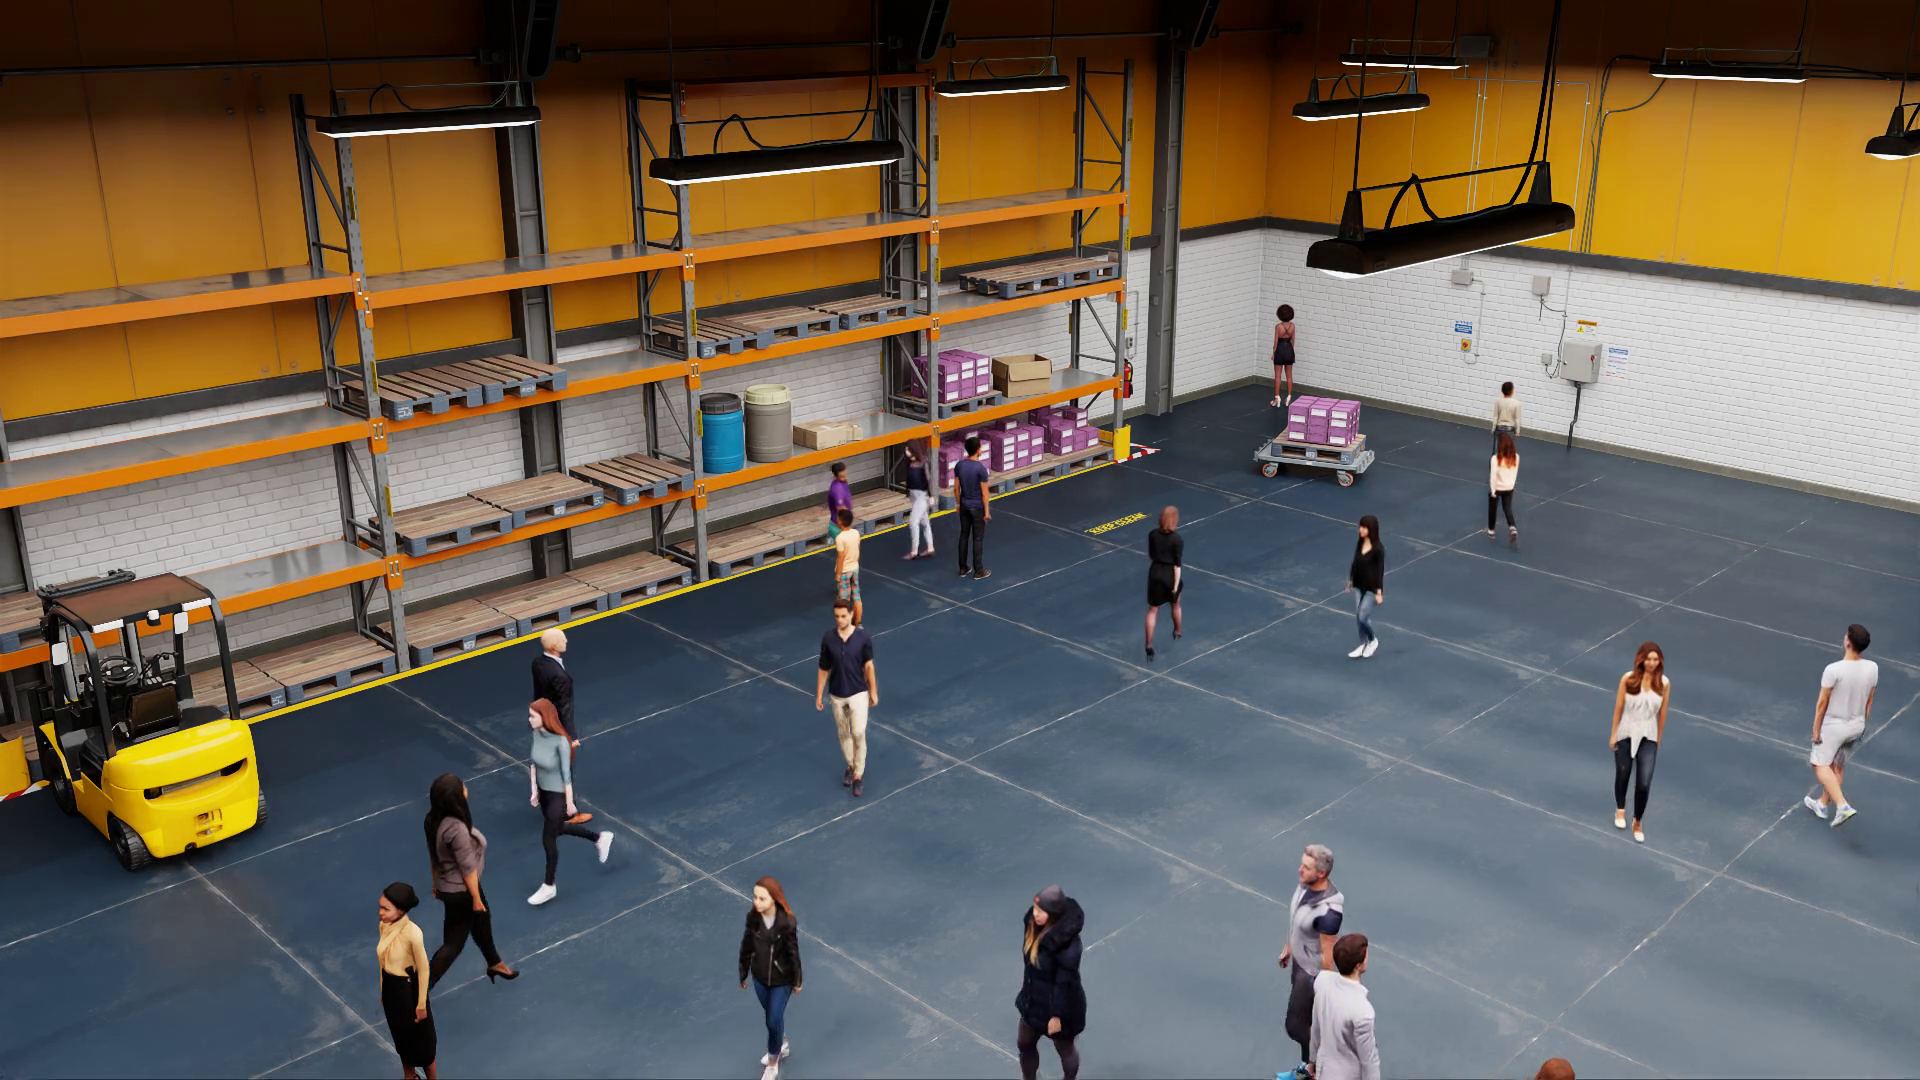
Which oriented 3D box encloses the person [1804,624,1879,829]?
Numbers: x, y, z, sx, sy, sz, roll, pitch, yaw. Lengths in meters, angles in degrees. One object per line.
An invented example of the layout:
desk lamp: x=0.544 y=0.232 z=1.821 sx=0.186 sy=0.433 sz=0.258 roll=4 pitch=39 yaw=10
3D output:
person: x=7.692 y=1.646 z=14.421 sx=1.058 sy=1.841 sz=1.075 roll=-2 pitch=19 yaw=-7

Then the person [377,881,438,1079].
person: x=-3.585 y=2.968 z=10.788 sx=0.612 sy=1.653 sz=0.598 roll=11 pitch=22 yaw=30

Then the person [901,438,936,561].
person: x=-0.459 y=-0.527 z=21.277 sx=0.820 sy=1.583 sz=0.727 roll=-11 pitch=22 yaw=-30

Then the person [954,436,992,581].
person: x=0.141 y=-0.404 z=20.585 sx=0.684 sy=1.792 sz=0.589 roll=12 pitch=22 yaw=31

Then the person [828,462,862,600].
person: x=-1.447 y=-0.092 z=19.781 sx=0.863 sy=1.713 sz=0.828 roll=-5 pitch=19 yaw=-15

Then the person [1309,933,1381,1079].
person: x=2.196 y=3.199 z=9.836 sx=1.242 sy=1.823 sz=1.020 roll=-6 pitch=19 yaw=-17

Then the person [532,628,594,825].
person: x=-3.535 y=1.618 z=14.569 sx=0.577 sy=1.798 sz=0.699 roll=-15 pitch=24 yaw=-38

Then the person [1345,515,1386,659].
person: x=4.491 y=0.509 z=18.118 sx=0.666 sy=1.636 sz=0.654 roll=-10 pitch=21 yaw=-28

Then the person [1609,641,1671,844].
person: x=5.847 y=1.682 z=14.431 sx=0.775 sy=1.765 sz=0.866 roll=6 pitch=19 yaw=16

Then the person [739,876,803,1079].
person: x=-1.233 y=2.908 z=11.260 sx=0.694 sy=1.467 sz=0.801 roll=9 pitch=21 yaw=26

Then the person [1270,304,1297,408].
person: x=5.631 y=-3.207 z=28.912 sx=0.629 sy=1.788 sz=0.718 roll=-5 pitch=19 yaw=-14

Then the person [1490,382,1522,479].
person: x=8.106 y=-1.630 z=24.740 sx=0.613 sy=1.462 sz=0.588 roll=9 pitch=21 yaw=25

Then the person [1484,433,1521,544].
person: x=7.171 y=-0.661 z=21.864 sx=0.925 sy=1.463 sz=0.932 roll=-3 pitch=19 yaw=-9

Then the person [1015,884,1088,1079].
person: x=0.677 y=2.959 z=10.807 sx=0.840 sy=1.658 sz=0.766 roll=-11 pitch=22 yaw=-30

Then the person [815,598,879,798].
person: x=-1.002 y=1.374 z=15.234 sx=0.928 sy=1.838 sz=1.000 roll=3 pitch=19 yaw=8

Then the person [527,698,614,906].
person: x=-3.190 y=2.053 z=13.403 sx=0.576 sy=1.718 sz=1.066 roll=16 pitch=25 yaw=40

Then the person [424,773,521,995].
person: x=-3.639 y=2.555 z=11.781 sx=1.164 sy=1.802 sz=0.712 roll=-15 pitch=24 yaw=-38

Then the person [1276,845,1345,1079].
person: x=2.407 y=2.824 z=10.962 sx=0.891 sy=1.816 sz=0.840 roll=-1 pitch=19 yaw=-4

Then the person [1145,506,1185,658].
person: x=2.178 y=0.488 z=18.151 sx=0.785 sy=1.655 sz=1.113 roll=10 pitch=21 yaw=27

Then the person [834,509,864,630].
person: x=-1.271 y=0.349 z=18.867 sx=0.613 sy=1.460 sz=0.448 roll=14 pitch=23 yaw=35
